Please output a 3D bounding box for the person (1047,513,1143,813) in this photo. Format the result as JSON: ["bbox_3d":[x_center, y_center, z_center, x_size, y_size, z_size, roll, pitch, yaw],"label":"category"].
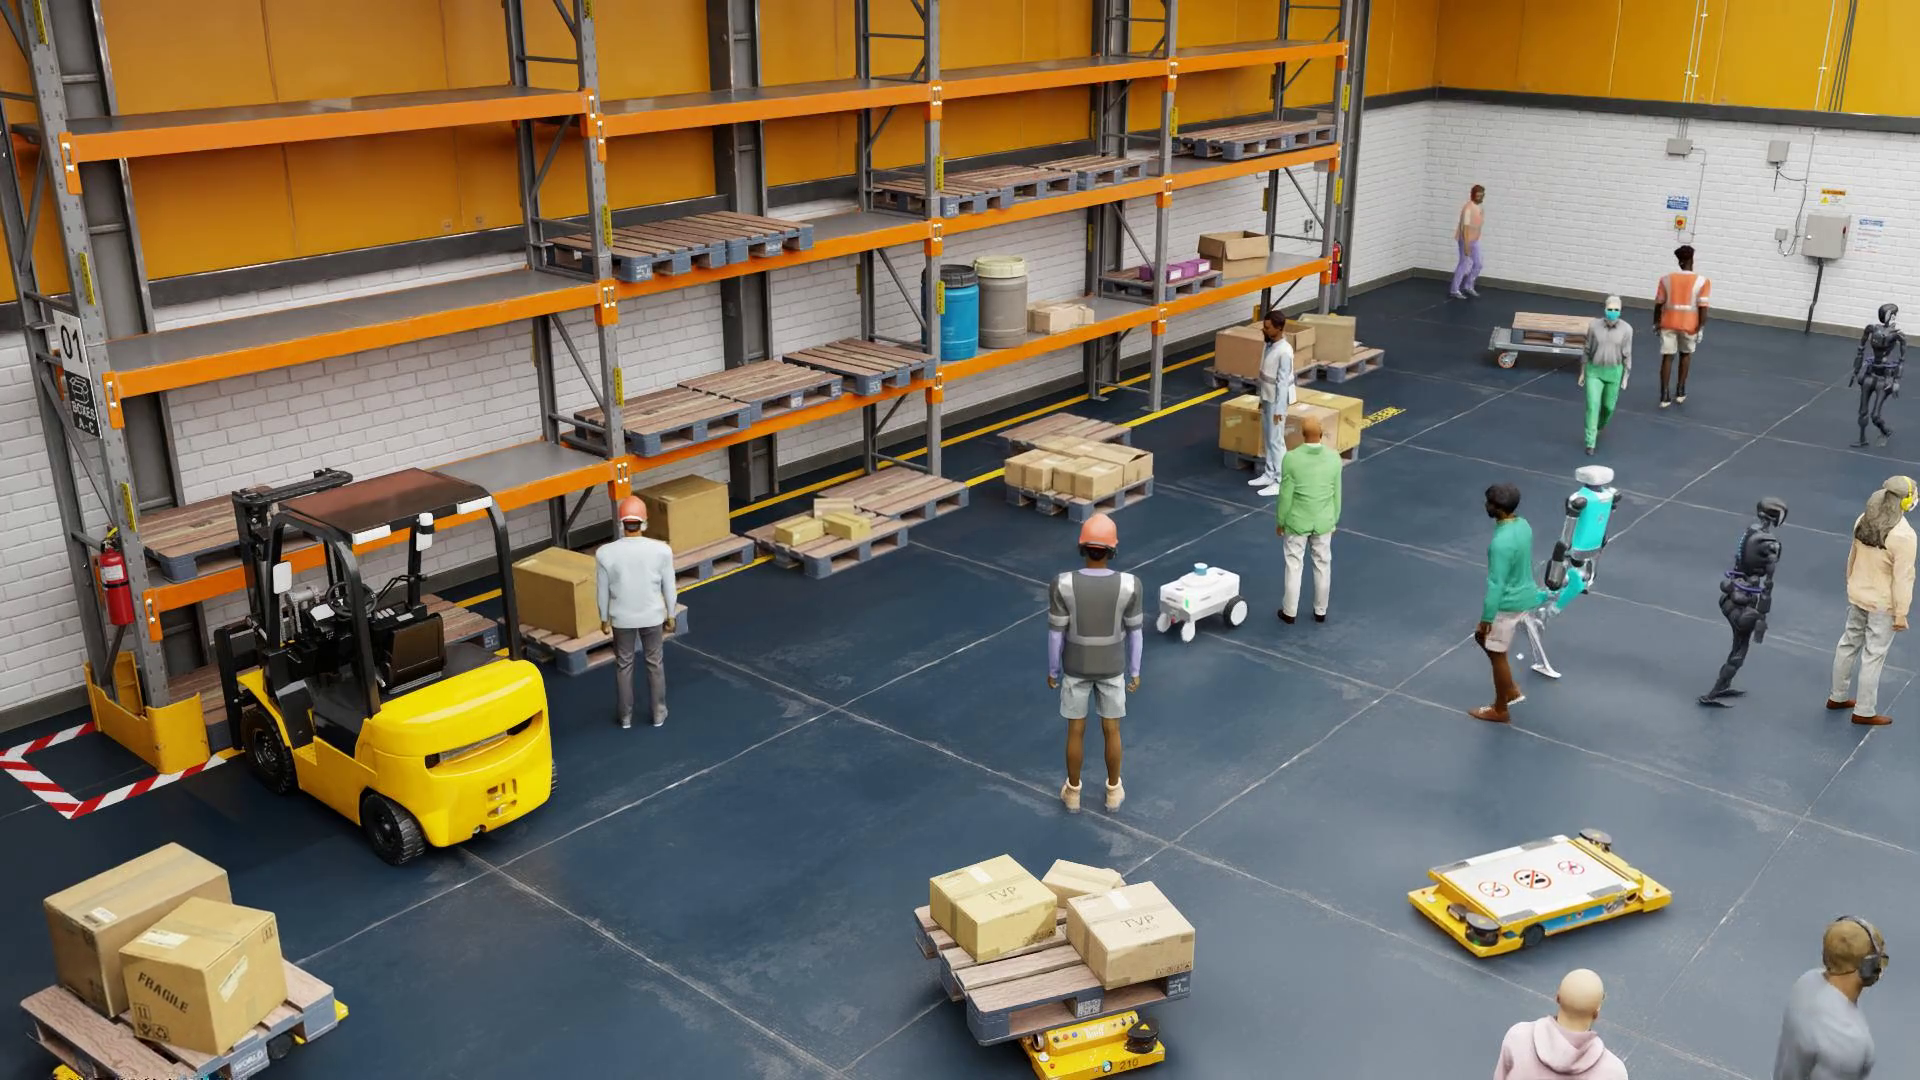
[{"bbox_3d":[0.869,0.806,10.811,0.613,2.040,0.388,0,20,1],"label":"person"}]

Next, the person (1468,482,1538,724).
[{"bbox_3d":[3.935,0.472,12.028,0.459,1.827,0.542,12,23,29],"label":"person"}]

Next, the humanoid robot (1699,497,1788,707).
[{"bbox_3d":[5.794,0.453,12.298,0.378,1.641,0.608,1,20,2],"label":"humanoid robot"}]

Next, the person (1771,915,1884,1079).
[{"bbox_3d":[3.418,2.404,6.677,0.507,1.913,0.693,7,21,18],"label":"person"}]

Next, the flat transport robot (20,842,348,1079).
[{"bbox_3d":[-3.952,2.604,8.496,0.659,0.231,1.431,14,24,33],"label":"flat transport robot"}]

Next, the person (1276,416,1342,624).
[{"bbox_3d":[2.879,-0.156,13.789,0.539,1.781,0.388,-1,20,-3],"label":"person"}]

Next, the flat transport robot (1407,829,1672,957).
[{"bbox_3d":[3.450,2.089,9.890,1.431,0.231,0.659,-9,22,-22],"label":"flat transport robot"}]

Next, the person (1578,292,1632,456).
[{"bbox_3d":[7.149,-1.888,18.448,0.529,1.811,0.786,7,21,18],"label":"person"}]

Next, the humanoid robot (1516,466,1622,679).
[{"bbox_3d":[4.557,0.268,12.846,0.557,1.879,0.799,-12,24,-30],"label":"humanoid robot"}]

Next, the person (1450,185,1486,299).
[{"bbox_3d":[7.908,-4.626,25.867,0.533,1.801,0.570,19,27,41],"label":"person"}]

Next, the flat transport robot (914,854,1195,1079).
[{"bbox_3d":[0.486,2.411,9.018,0.659,0.231,1.431,-8,22,-20],"label":"flat transport robot"}]

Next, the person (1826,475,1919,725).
[{"bbox_3d":[6.632,0.433,12.061,0.408,1.876,0.562,-4,21,-12],"label":"person"}]

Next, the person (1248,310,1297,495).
[{"bbox_3d":[3.227,-1.411,17.015,0.384,1.909,0.584,-2,20,-7],"label":"person"}]

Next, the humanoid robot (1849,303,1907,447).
[{"bbox_3d":[10.234,-1.832,18.484,0.408,1.640,0.616,-10,22,-24],"label":"humanoid robot"}]

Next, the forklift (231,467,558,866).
[{"bbox_3d":[-3.730,0.710,10.856,2.313,2.155,1.214,17,26,38],"label":"forklift"}]

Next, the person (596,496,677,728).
[{"bbox_3d":[-2.324,0.524,12.009,0.572,1.738,0.351,-4,21,-11],"label":"person"}]

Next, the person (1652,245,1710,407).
[{"bbox_3d":[8.724,-2.600,20.206,0.620,1.919,0.725,10,23,26],"label":"person"}]

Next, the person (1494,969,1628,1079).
[{"bbox_3d":[2.340,2.497,6.616,0.537,1.774,0.415,13,24,30],"label":"person"}]

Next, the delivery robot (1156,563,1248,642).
[{"bbox_3d":[1.996,0.486,13.820,0.795,0.593,0.499,-17,26,-39],"label":"delivery robot"}]
